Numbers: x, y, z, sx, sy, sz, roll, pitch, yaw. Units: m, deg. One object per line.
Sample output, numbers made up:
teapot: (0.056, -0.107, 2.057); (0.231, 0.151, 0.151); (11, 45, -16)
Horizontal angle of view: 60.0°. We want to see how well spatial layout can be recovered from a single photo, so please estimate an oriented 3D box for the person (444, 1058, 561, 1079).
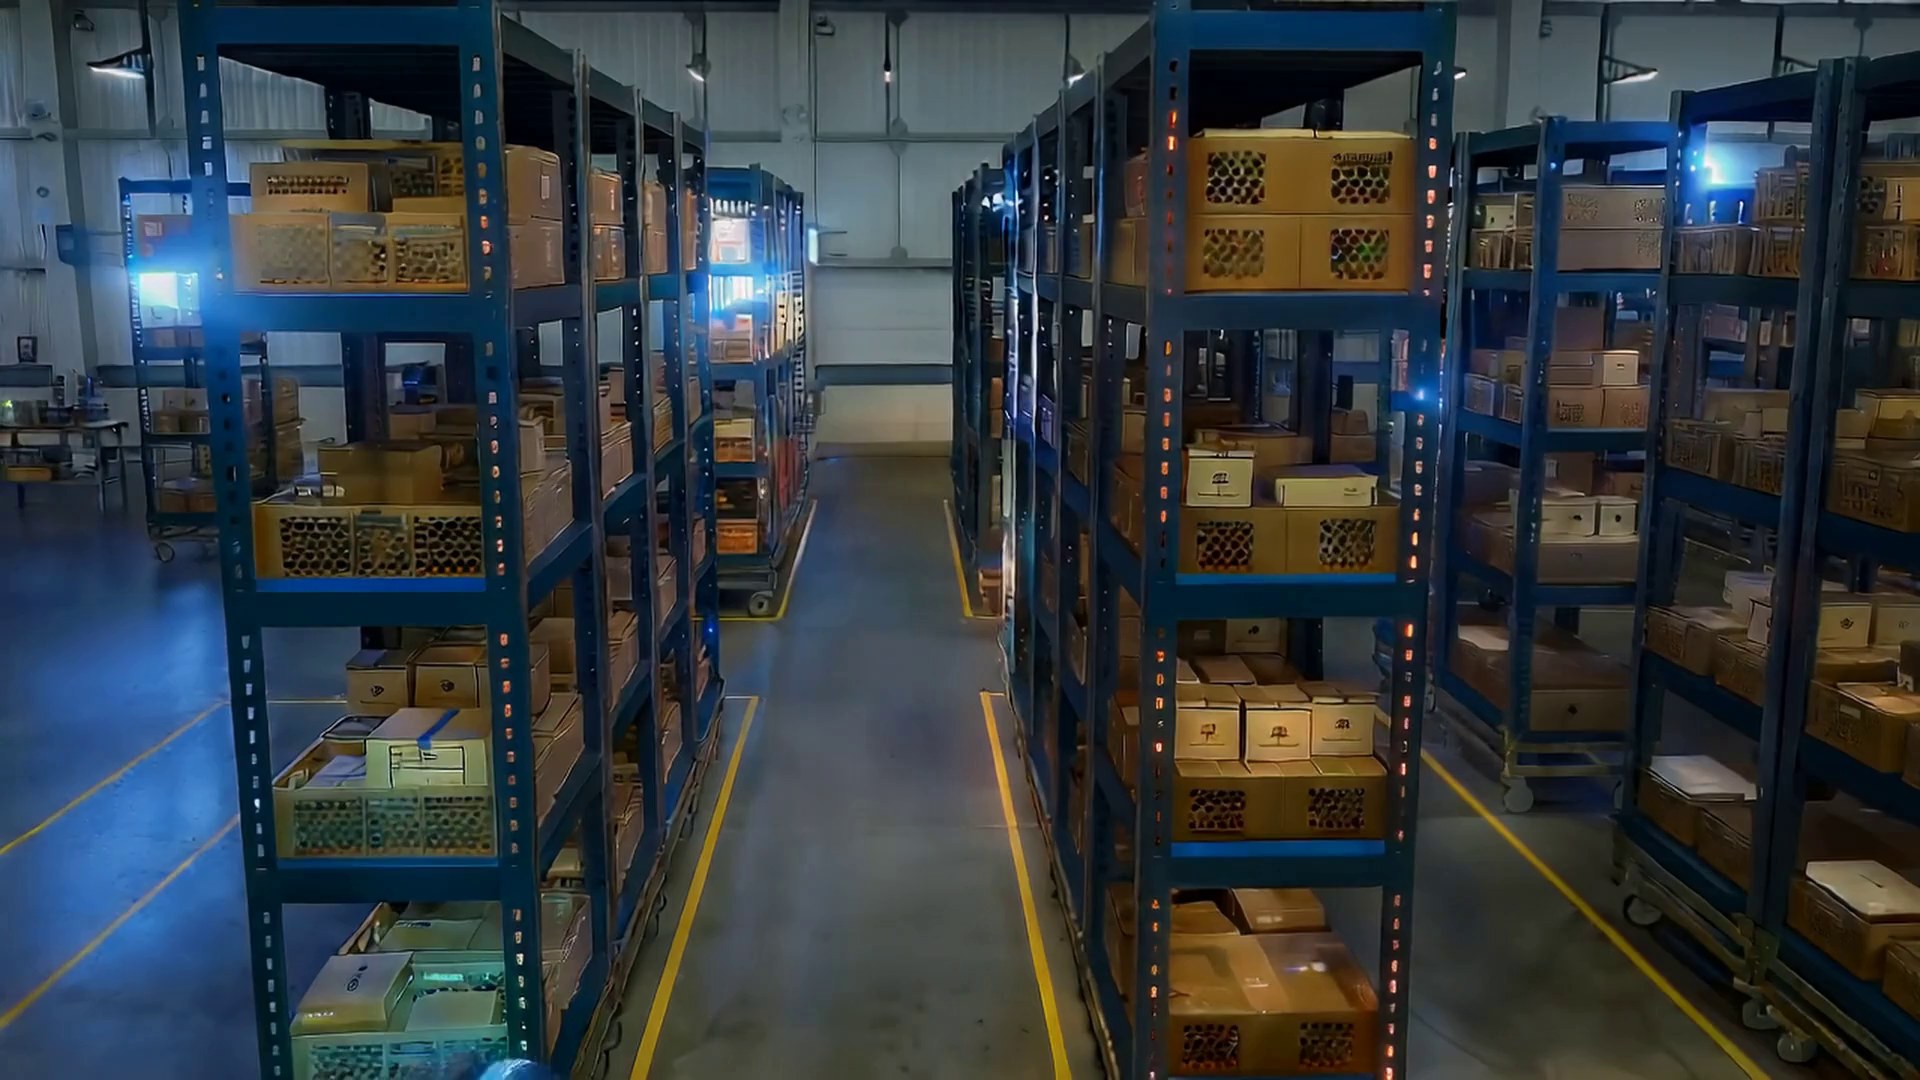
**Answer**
person: (-0.693, 1.619, 2.438); (0.883, 1.878, 0.647); (3, 10, 15)
